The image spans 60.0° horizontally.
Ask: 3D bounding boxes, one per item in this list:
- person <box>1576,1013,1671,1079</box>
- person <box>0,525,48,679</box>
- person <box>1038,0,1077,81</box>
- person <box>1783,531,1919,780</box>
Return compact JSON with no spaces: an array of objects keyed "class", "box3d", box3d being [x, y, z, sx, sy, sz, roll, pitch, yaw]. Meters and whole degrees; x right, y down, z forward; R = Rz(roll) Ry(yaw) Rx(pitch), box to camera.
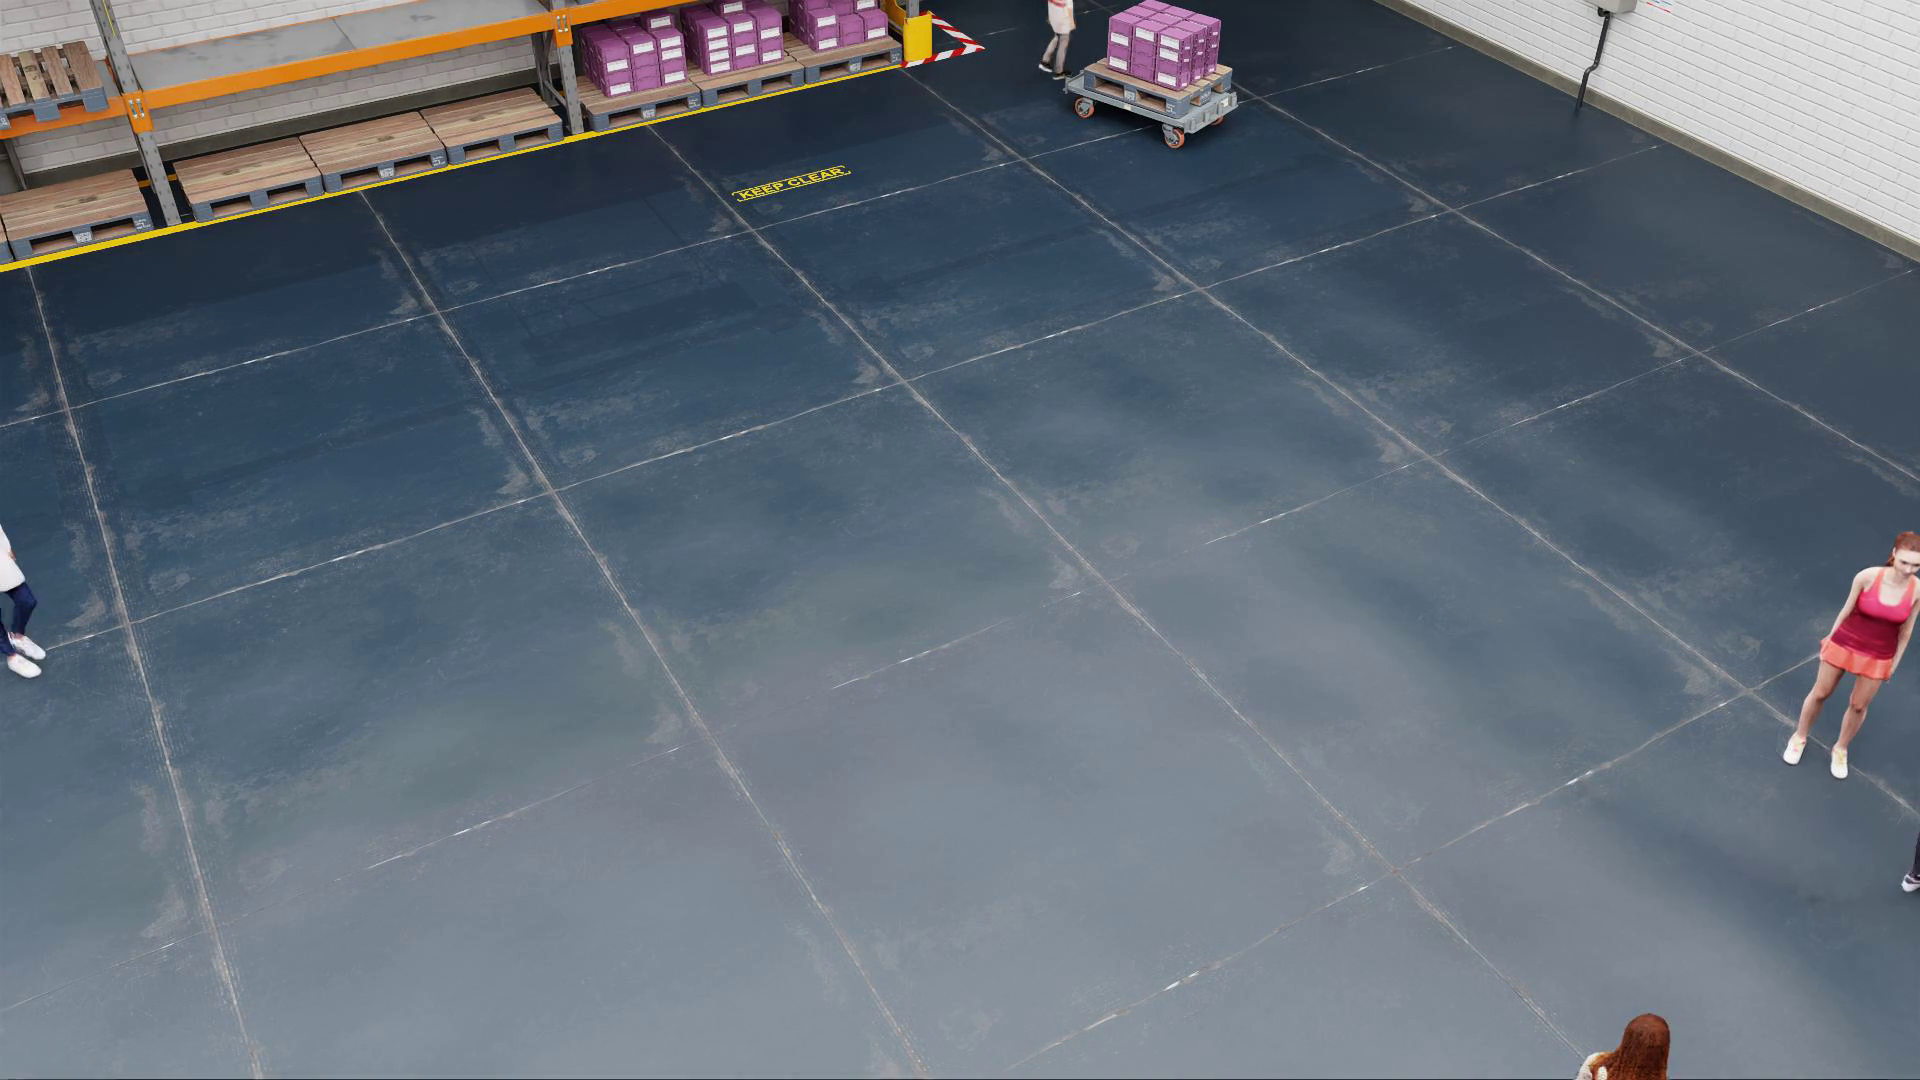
[{"class":"person","box3d":[2.799,2.709,7.258,0.765,1.695,0.949,29,47,31]},{"class":"person","box3d":[-6.195,0.151,10.407,0.803,1.763,0.727,15,41,18]},{"class":"person","box3d":[1.039,-5.651,17.938,0.586,1.430,0.511,-21,43,-24]},{"class":"person","box3d":[5.299,0.648,9.794,0.665,1.751,0.697,17,42,20]}]
